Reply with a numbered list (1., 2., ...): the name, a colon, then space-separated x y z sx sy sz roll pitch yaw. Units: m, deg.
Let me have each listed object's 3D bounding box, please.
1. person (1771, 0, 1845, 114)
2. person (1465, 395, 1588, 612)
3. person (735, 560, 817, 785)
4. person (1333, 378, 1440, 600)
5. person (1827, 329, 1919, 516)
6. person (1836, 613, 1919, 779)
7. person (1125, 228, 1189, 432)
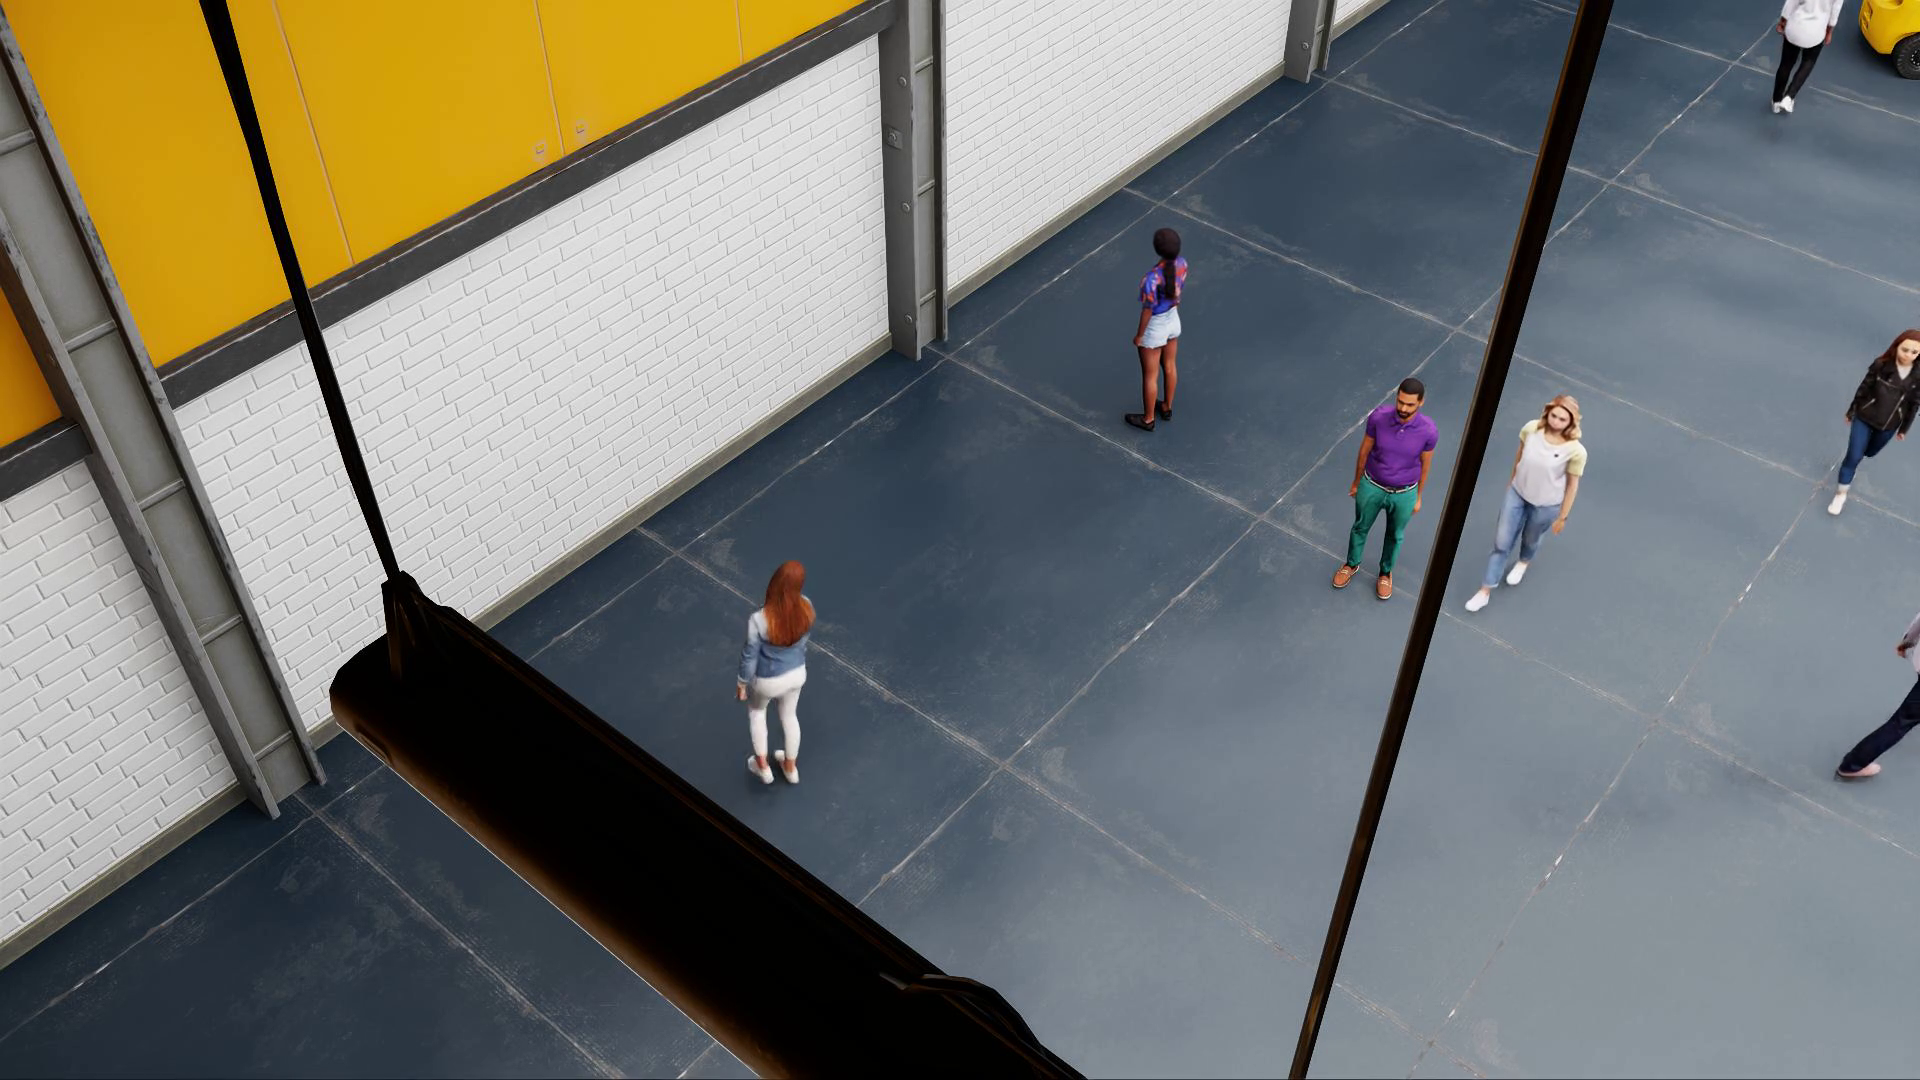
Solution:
1. person: 8.023 -4.846 15.757 0.723 1.800 0.757 22 48 21
2. person: 3.867 -0.299 11.064 0.643 1.691 0.959 32 52 29
3. person: -1.075 0.842 9.883 0.639 1.667 0.830 -34 53 -31
4. person: 2.856 -0.363 11.075 0.704 1.768 0.680 15 46 15
5. person: 6.558 -0.904 11.866 0.749 1.459 0.996 16 46 16
6. person: 5.731 0.778 9.854 1.285 1.800 1.167 -8 44 -8
7. person: 1.486 -1.567 12.352 0.502 1.750 0.678 -30 51 -28
